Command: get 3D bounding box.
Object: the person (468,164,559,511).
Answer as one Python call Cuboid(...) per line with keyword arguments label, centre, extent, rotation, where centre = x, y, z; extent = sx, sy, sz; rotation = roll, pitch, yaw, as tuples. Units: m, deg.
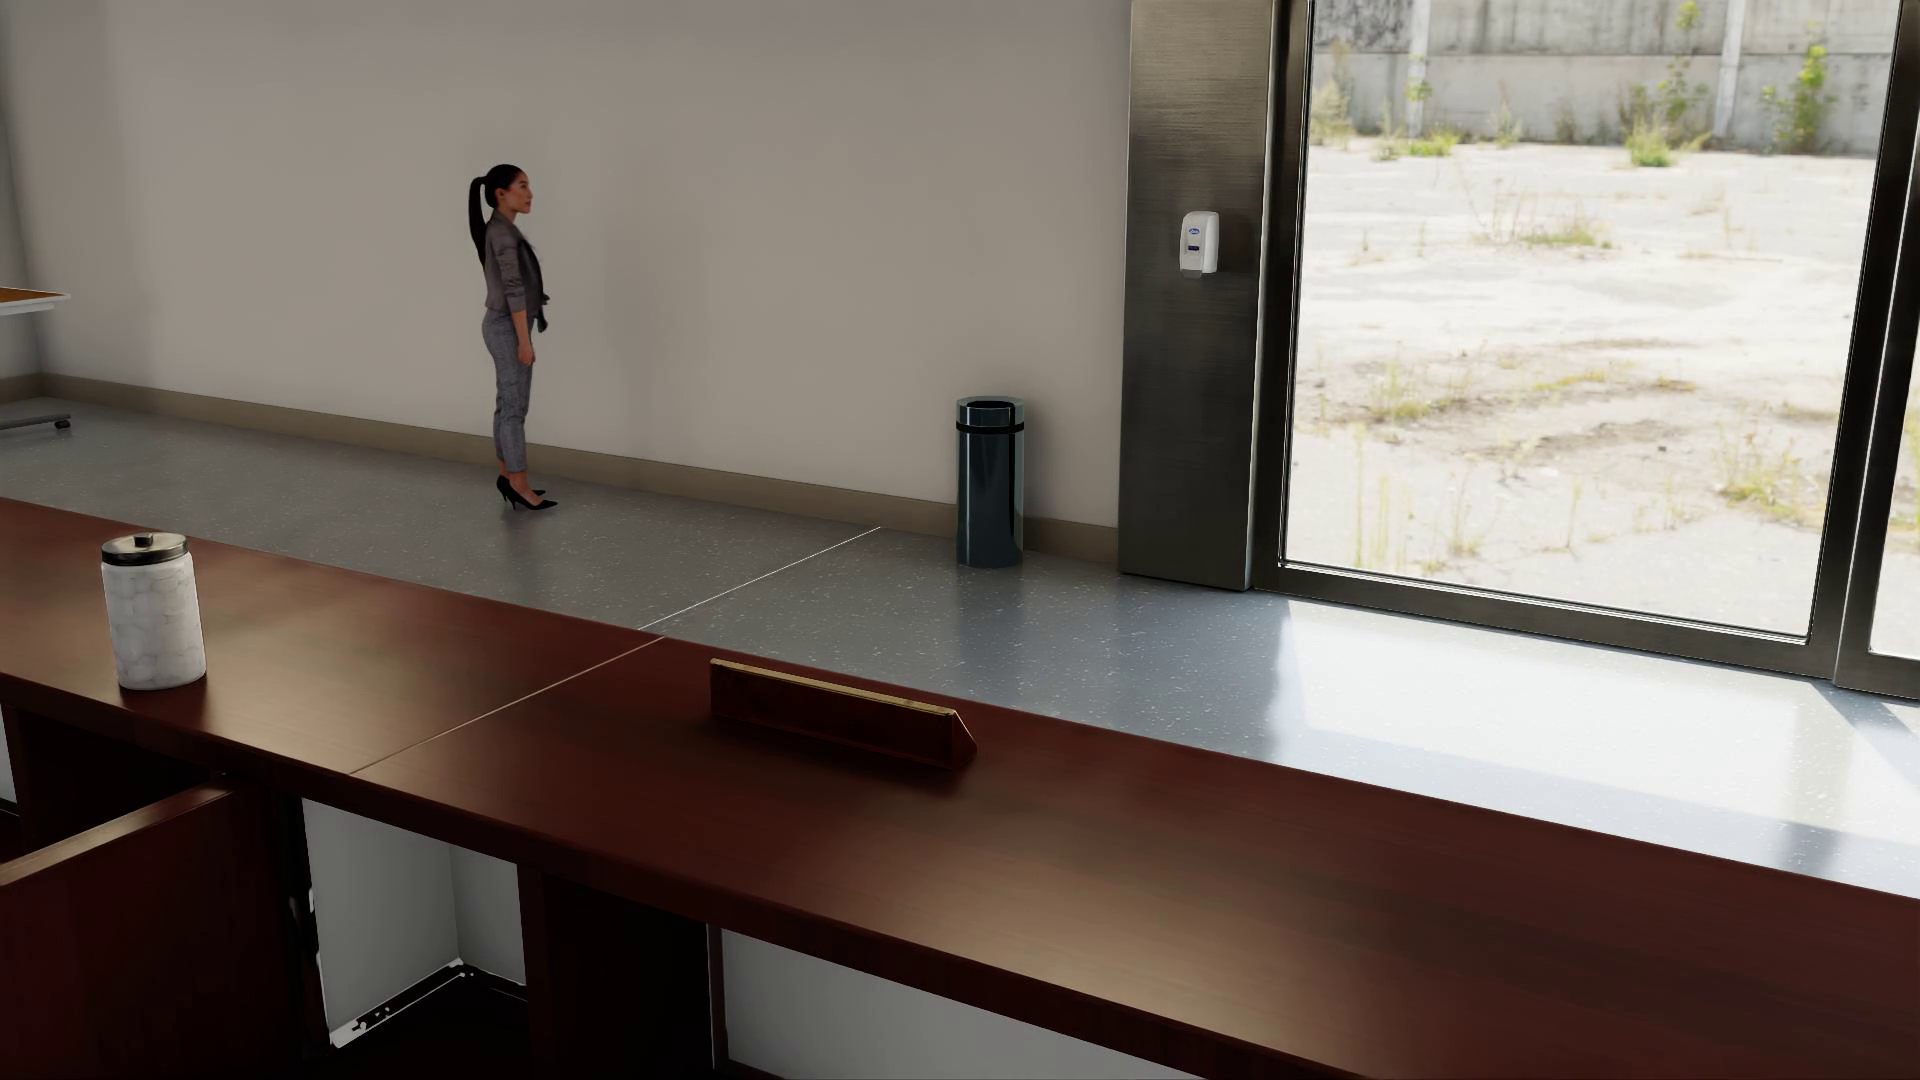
Cuboid(label="person", centre=(-2.214, -0.993, 8.176), extent=(0.763, 1.678, 0.719), rotation=(-6, 17, -20))
